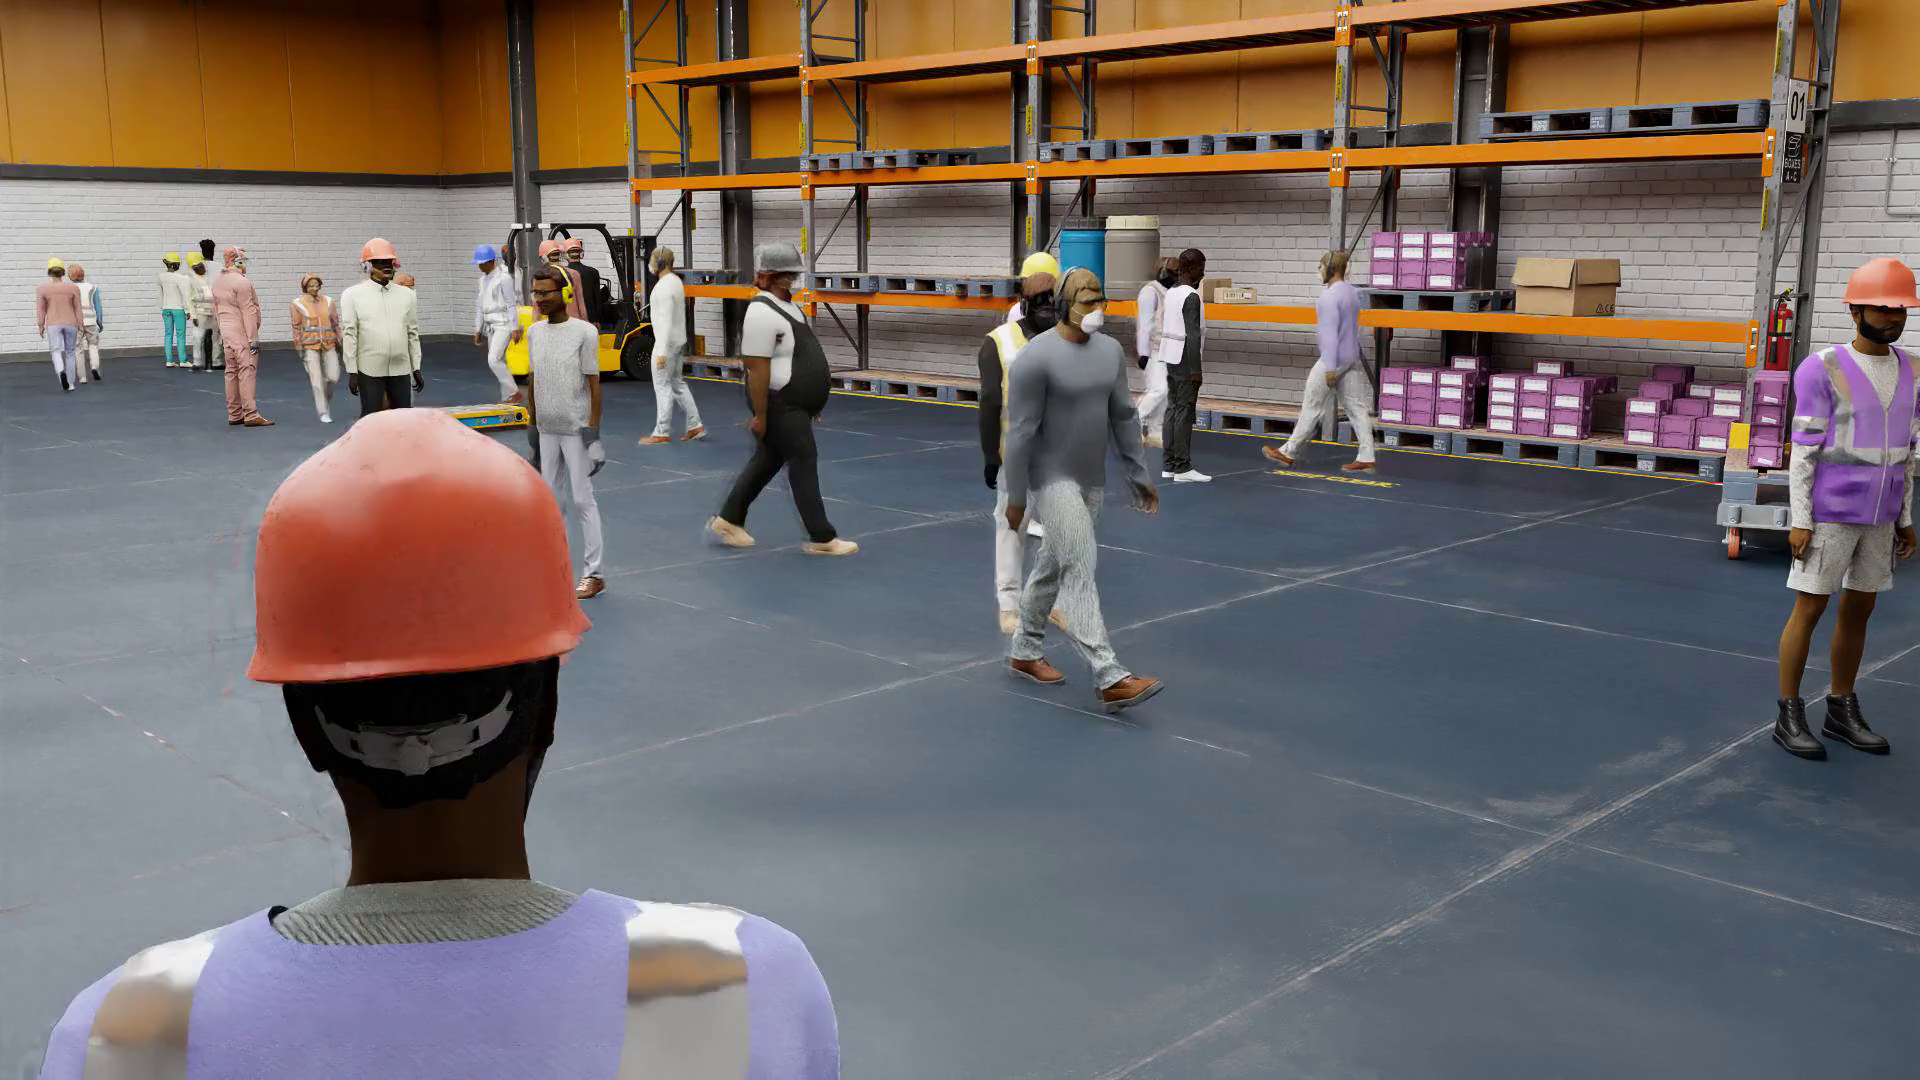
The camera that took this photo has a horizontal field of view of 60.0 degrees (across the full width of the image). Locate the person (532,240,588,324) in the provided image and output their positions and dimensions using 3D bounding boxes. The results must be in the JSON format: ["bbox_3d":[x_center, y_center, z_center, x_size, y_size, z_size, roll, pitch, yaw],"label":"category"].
[{"bbox_3d":[-4.661,-2.467,19.211,0.633,1.956,0.739,-10,14,-43],"label":"person"}]

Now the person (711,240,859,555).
[{"bbox_3d":[-1.169,-0.924,10.580,0.989,2.000,0.677,1,10,4],"label":"person"}]

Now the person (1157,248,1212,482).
[{"bbox_3d":[1.848,-1.441,13.752,0.392,1.914,0.589,-2,11,-13],"label":"person"}]

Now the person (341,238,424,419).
[{"bbox_3d":[-4.464,-1.327,12.899,0.616,1.997,0.373,-10,14,-42],"label":"person"}]

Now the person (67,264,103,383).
[{"bbox_3d":[-12.012,-2.950,22.732,0.534,1.626,0.365,-7,13,-34],"label":"person"}]

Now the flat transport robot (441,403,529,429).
[{"bbox_3d":[-5.111,-1.264,17.264,1.431,0.197,0.652,-10,14,-44],"label":"flat transport robot"}]

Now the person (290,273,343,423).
[{"bbox_3d":[-6.976,-2.080,18.032,0.542,1.621,0.475,-9,14,-40],"label":"person"}]

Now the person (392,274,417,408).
[{"bbox_3d":[-5.649,-1.888,16.955,0.286,1.631,0.501,-9,14,-42],"label":"person"}]

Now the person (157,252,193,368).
[{"bbox_3d":[-12.015,-3.518,25.476,0.533,1.767,0.322,3,11,18],"label":"person"}]

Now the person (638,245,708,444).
[{"bbox_3d":[-2.823,-1.874,16.138,0.526,1.958,0.637,0,10,1],"label":"person"}]

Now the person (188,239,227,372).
[{"bbox_3d":[-11.092,-3.474,24.689,0.607,1.966,0.367,-6,12,-32],"label":"person"}]

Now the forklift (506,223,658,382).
[{"bbox_3d":[-5.316,-3.263,22.920,2.313,2.155,1.214,-10,14,-44],"label":"forklift"}]

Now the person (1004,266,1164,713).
[{"bbox_3d":[0.543,-0.224,7.188,1.021,1.884,0.655,9,14,42],"label":"person"}]

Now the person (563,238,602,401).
[{"bbox_3d":[-4.659,-2.668,20.245,0.611,1.985,0.393,-8,13,-36],"label":"person"}]

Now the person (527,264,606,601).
[{"bbox_3d":[-2.210,-0.596,9.266,0.542,1.870,0.320,5,11,25],"label":"person"}]

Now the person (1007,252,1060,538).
[{"bbox_3d":[0.516,-0.957,11.130,0.428,1.911,0.585,3,11,16],"label":"person"}]

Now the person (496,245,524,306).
[{"bbox_3d":[-6.620,-3.400,24.521,0.356,1.883,0.573,5,12,27],"label":"person"}]

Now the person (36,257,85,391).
[{"bbox_3d":[-11.589,-2.766,21.460,0.536,1.743,0.690,-6,12,-31],"label":"person"}]

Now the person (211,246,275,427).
[{"bbox_3d":[-7.628,-2.157,17.672,0.640,1.910,0.409,8,13,37],"label":"person"}]

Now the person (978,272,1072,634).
[{"bbox_3d":[0.405,-0.432,8.477,0.639,1.840,0.459,-3,11,-18],"label":"person"}]

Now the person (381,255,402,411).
[{"bbox_3d":[-5.361,-1.754,15.427,0.424,1.922,0.617,-2,11,-11],"label":"person"}]

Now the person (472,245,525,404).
[{"bbox_3d":[-5.303,-2.401,18.990,0.480,1.912,0.628,-10,14,-44],"label":"person"}]

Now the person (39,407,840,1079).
[{"bbox_3d":[-0.348,0.837,1.374,0.558,1.890,0.982,0,10,0],"label":"person"}]

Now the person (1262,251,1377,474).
[{"bbox_3d":[3.145,-1.518,14.246,1.022,1.882,0.660,7,13,35],"label":"person"}]

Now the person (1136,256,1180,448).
[{"bbox_3d":[1.907,-1.780,15.855,0.430,1.823,0.646,7,12,32],"label":"person"}]

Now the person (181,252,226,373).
[{"bbox_3d":[-11.141,-3.361,24.607,0.406,1.780,0.676,4,11,22],"label":"person"}]

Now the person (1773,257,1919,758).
[{"bbox_3d":[3.478,-0.114,6.445,0.547,1.938,0.379,-2,11,-11],"label":"person"}]
